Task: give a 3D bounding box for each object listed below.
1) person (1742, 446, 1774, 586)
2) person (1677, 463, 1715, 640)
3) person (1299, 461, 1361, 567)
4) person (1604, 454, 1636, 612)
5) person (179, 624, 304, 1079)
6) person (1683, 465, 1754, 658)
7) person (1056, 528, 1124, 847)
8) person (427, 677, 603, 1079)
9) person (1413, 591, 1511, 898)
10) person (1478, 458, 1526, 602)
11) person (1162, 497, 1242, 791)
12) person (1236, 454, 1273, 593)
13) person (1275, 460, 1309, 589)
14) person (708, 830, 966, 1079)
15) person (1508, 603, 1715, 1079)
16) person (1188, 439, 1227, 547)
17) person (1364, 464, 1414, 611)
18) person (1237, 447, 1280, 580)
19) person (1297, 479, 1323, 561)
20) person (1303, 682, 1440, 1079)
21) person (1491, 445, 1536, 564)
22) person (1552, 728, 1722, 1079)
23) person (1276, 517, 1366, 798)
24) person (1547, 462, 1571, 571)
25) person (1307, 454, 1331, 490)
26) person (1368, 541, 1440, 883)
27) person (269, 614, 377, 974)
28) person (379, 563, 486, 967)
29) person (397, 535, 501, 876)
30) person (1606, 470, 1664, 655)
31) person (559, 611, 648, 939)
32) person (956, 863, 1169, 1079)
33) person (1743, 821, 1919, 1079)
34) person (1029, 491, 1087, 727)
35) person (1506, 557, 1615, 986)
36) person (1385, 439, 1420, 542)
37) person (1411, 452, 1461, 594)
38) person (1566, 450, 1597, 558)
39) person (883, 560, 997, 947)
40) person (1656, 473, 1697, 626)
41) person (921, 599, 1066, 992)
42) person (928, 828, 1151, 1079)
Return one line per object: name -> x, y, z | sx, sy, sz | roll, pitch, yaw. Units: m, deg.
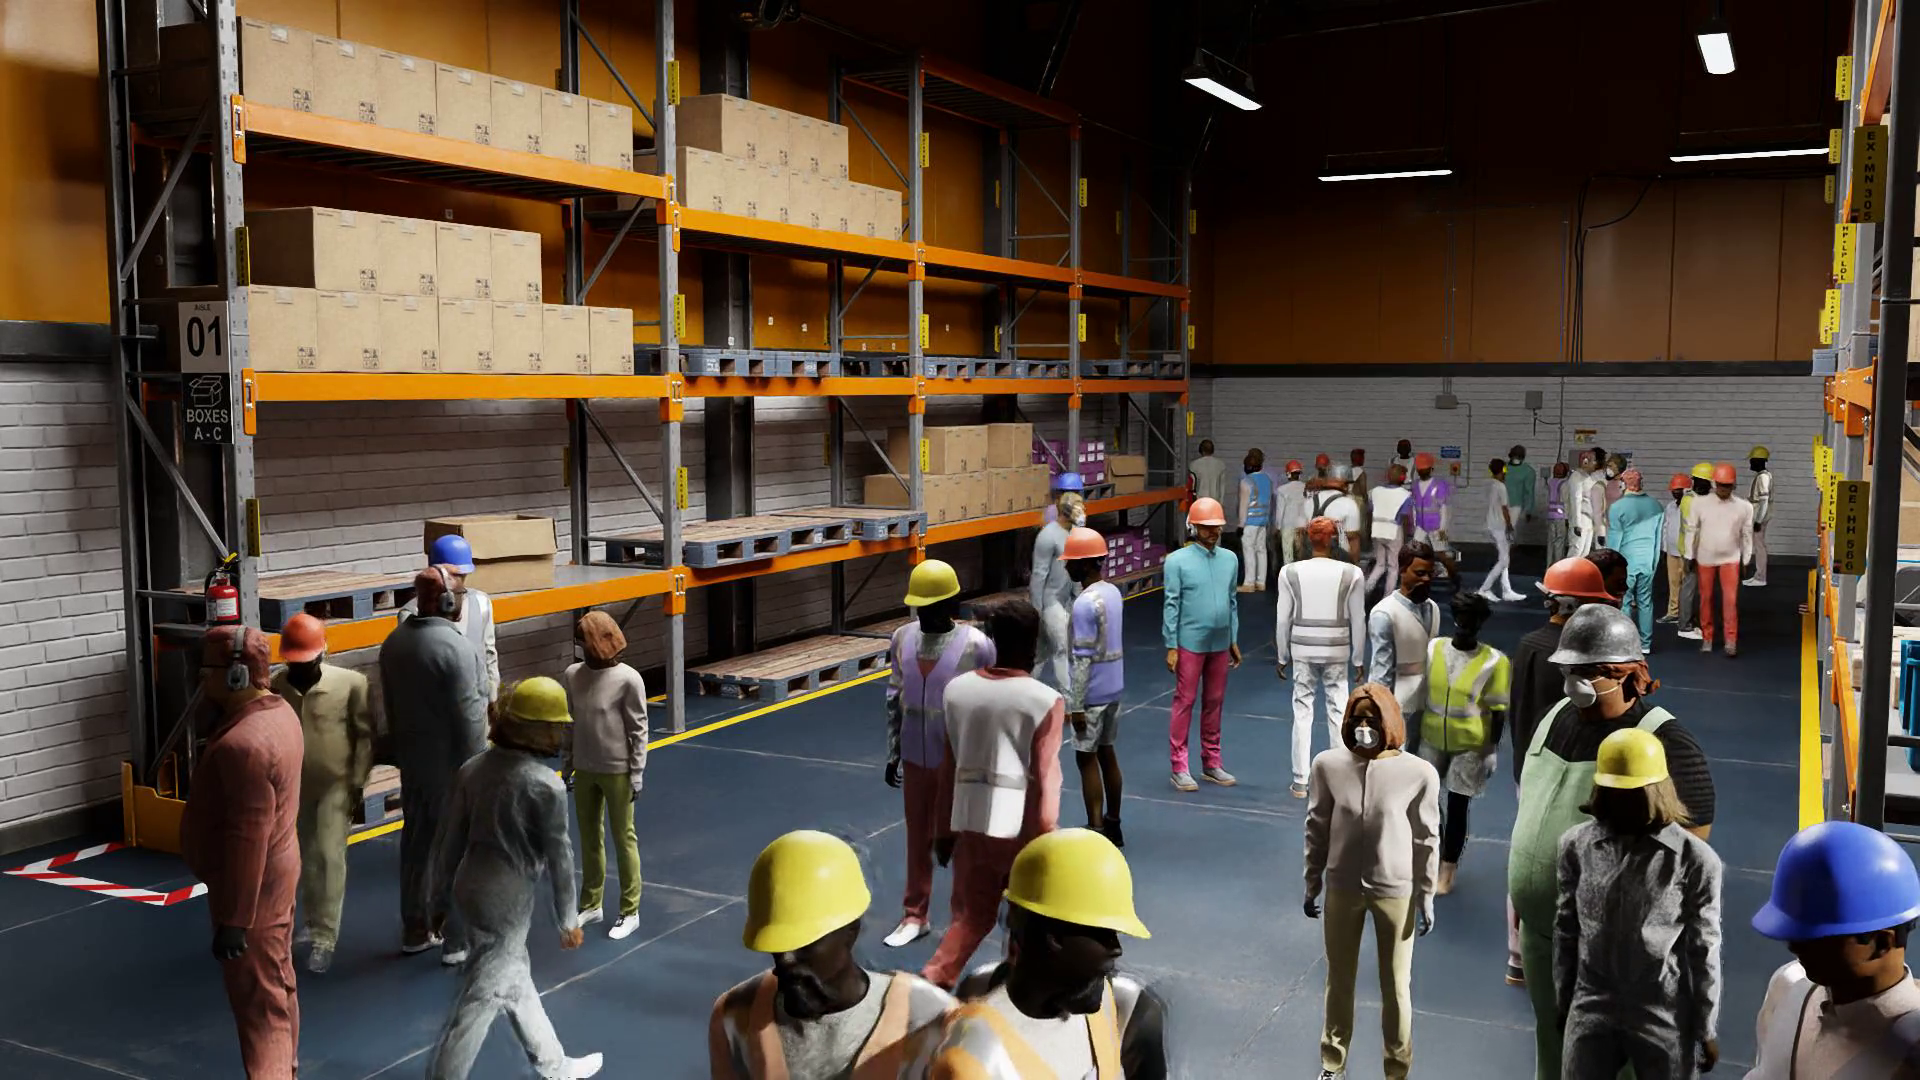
person -> 10.920, -0.324, 22.761 | 0.367, 1.926, 0.594 | 2, 6, 25
person -> 8.012, 0.116, 18.077 | 0.374, 1.920, 0.585 | 4, 7, 36
person -> 3.721, 0.195, 16.581 | 0.547, 2.000, 0.696 | -3, 6, -32
person -> 8.009, -0.084, 20.211 | 0.380, 1.929, 0.627 | 0, 5, -2
person -> -2.559, 1.248, 5.948 | 0.410, 1.912, 0.643 | -1, 5, -15
person -> 7.677, 0.217, 16.862 | 0.641, 1.941, 1.021 | 2, 6, 25
person -> 0.753, 0.889, 9.733 | 0.388, 1.928, 0.550 | 3, 6, 27
person -> -1.646, 1.348, 6.110 | 0.491, 1.664, 0.935 | 4, 7, 36
person -> 2.642, 1.088, 8.897 | 0.588, 1.665, 0.354 | 4, 7, 39
person -> 6.909, -0.125, 21.140 | 0.535, 1.835, 0.556 | 0, 5, -3
person -> 1.662, 0.702, 11.358 | 0.622, 1.993, 0.383 | -3, 6, -29
person -> 3.889, -0.222, 22.126 | 0.429, 1.841, 0.633 | 5, 7, 45
person -> 4.471, -0.197, 22.318 | 0.560, 1.752, 0.324 | -2, 6, -21
person -> -0.249, 1.501, 3.338 | 0.601, 1.880, 0.859 | 2, 6, 23
person -> 2.087, 1.220, 5.547 | 0.539, 2.000, 0.689 | -3, 6, -29
person -> 3.744, -0.564, 25.290 | 0.628, 1.940, 0.373 | -2, 6, -20
person -> 5.073, 0.006, 19.770 | 0.583, 1.816, 0.616 | -4, 7, -39
person -> 4.181, -0.342, 23.109 | 0.649, 1.910, 0.643 | 4, 6, 33
person -> 4.380, 0.051, 20.428 | 0.584, 1.616, 0.499 | -5, 7, -43
person -> 1.556, 1.349, 6.326 | 0.507, 1.632, 0.275 | 2, 6, 25
person -> 8.156, -0.474, 24.588 | 0.704, 1.886, 0.750 | 4, 7, 38
person -> 2.026, 1.420, 5.028 | 0.493, 1.737, 0.341 | 4, 7, 35
person -> 2.402, 0.784, 11.080 | 0.578, 1.881, 0.346 | 2, 6, 17
person -> 8.698, -0.305, 24.120 | 0.313, 1.636, 0.523 | -1, 5, -7
person -> 5.538, -0.454, 25.336 | 0.568, 1.702, 0.769 | 3, 6, 26
person -> 2.413, 0.956, 9.059 | 0.398, 1.917, 0.590 | 5, 7, 43
person -> -3.074, 1.179, 7.911 | 0.574, 1.675, 0.876 | 0, 5, -3
person -> -2.464, 1.063, 7.957 | 0.649, 1.906, 0.403 | 4, 7, 36
person -> -2.837, 0.928, 9.302 | 0.420, 1.932, 0.619 | 4, 7, 36
person -> 6.797, 0.237, 16.880 | 0.636, 1.902, 0.406 | -2, 6, -18
person -> -1.791, 1.165, 8.307 | 0.507, 1.631, 0.278 | 3, 6, 27
person -> 0.219, 1.548, 3.895 | 0.536, 1.688, 0.365 | 3, 6, 29
person -> 1.697, 1.489, 3.201 | 0.403, 1.937, 0.604 | -1, 5, -11
person -> 0.828, 0.557, 13.465 | 0.860, 1.890, 0.660 | 2, 6, 22
person -> 2.686, 1.068, 7.450 | 0.392, 1.991, 0.612 | -1, 5, -10
person -> 7.188, -0.692, 26.959 | 0.584, 1.882, 0.337 | 3, 6, 27
person -> 6.154, -0.193, 21.571 | 0.838, 1.901, 0.588 | -4, 7, -38
person -> 8.260, -0.235, 22.004 | 0.401, 1.901, 0.642 | 4, 7, 38
person -> -0.111, 1.047, 8.072 | 0.584, 1.917, 0.381 | 3, 6, 27
person -> 8.231, 0.112, 19.014 | 0.344, 1.747, 0.572 | -2, 6, -19
person -> 0.108, 1.188, 6.701 | 0.595, 1.891, 0.678 | 4, 7, 38
person -> 0.122, 1.501, 3.316 | 0.528, 1.902, 0.605 | 3, 6, 31
